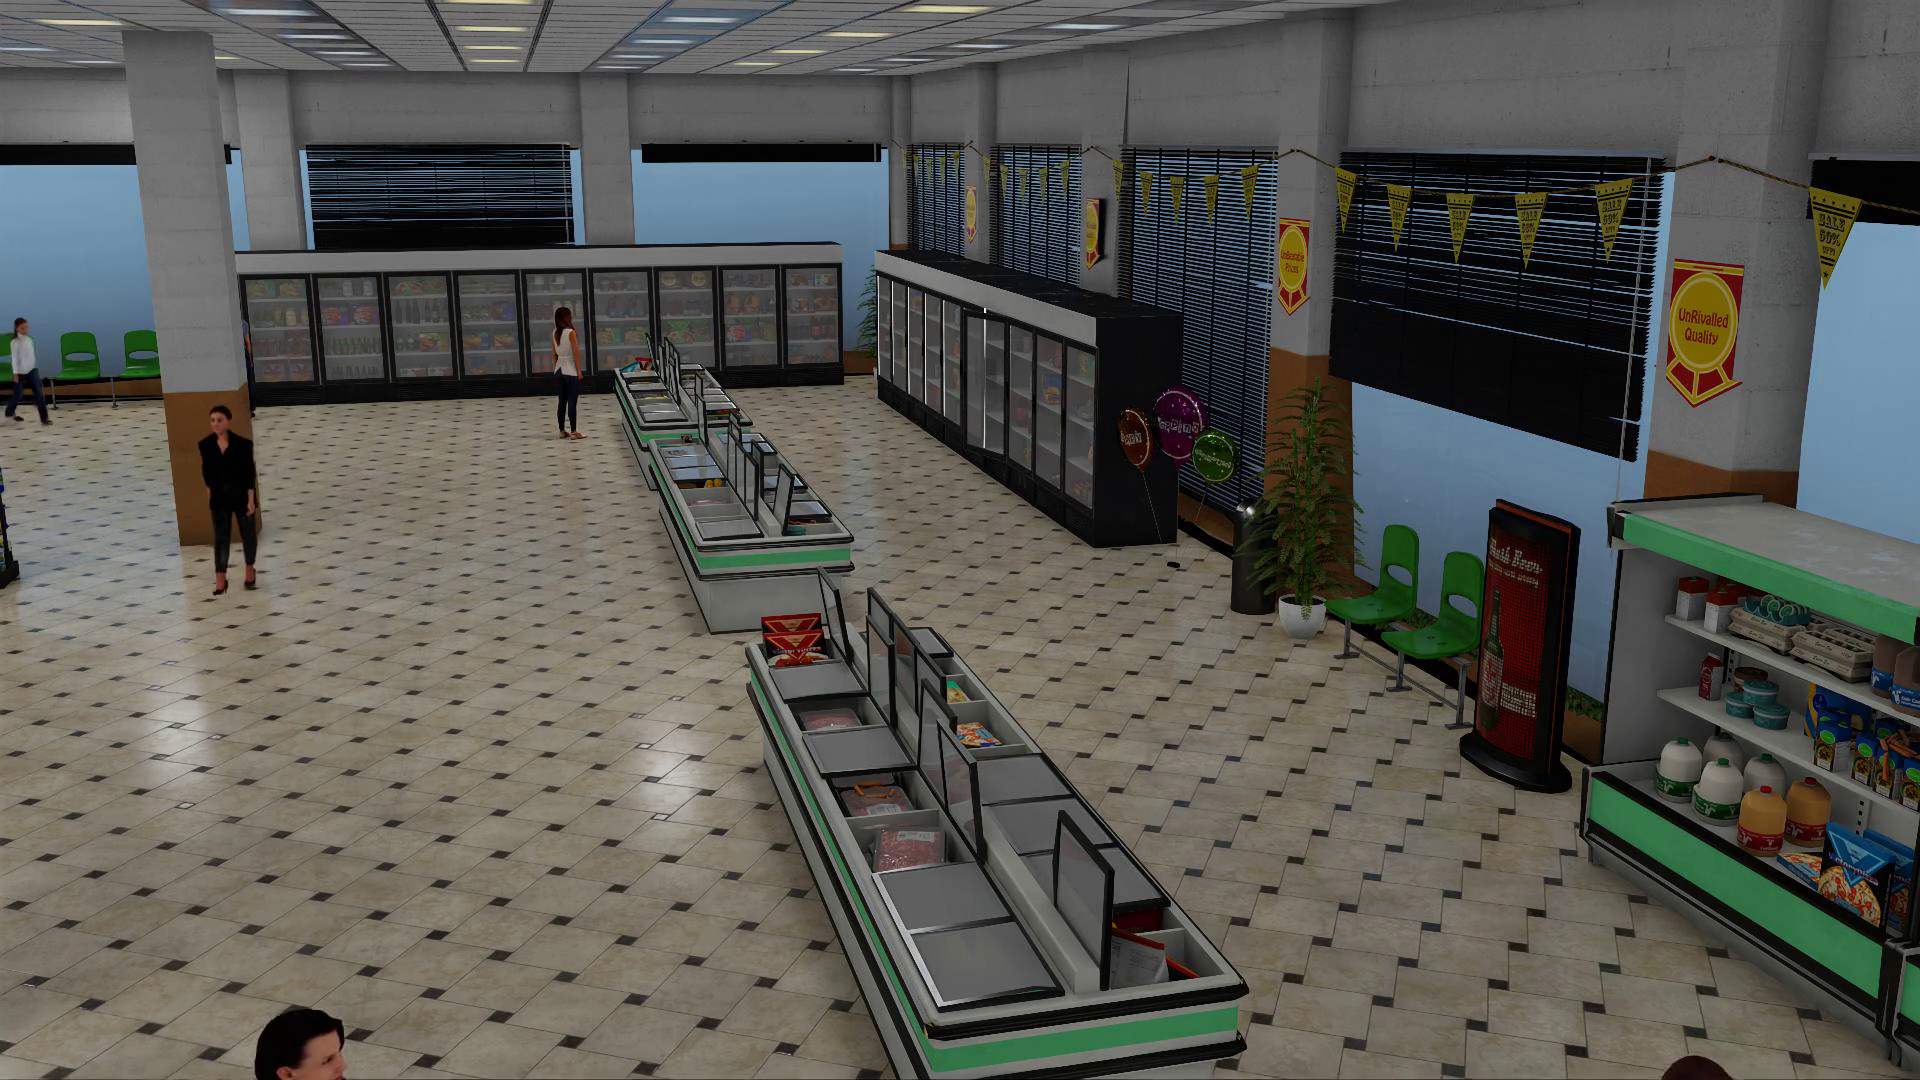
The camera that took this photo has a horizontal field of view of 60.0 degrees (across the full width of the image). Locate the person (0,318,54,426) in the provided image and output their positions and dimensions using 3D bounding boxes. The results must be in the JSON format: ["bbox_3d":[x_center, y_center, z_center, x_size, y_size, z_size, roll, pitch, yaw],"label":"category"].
[{"bbox_3d":[-13.257,-2.315,23.499,1.083,1.430,1.074,5,14,19],"label":"person"}]

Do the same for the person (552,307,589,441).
[{"bbox_3d":[-5.331,-2.260,22.520,0.672,1.785,0.734,8,16,30],"label":"person"}]

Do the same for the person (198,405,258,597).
[{"bbox_3d":[-6.488,-0.368,14.935,0.773,1.684,1.079,-1,14,-6],"label":"person"}]
